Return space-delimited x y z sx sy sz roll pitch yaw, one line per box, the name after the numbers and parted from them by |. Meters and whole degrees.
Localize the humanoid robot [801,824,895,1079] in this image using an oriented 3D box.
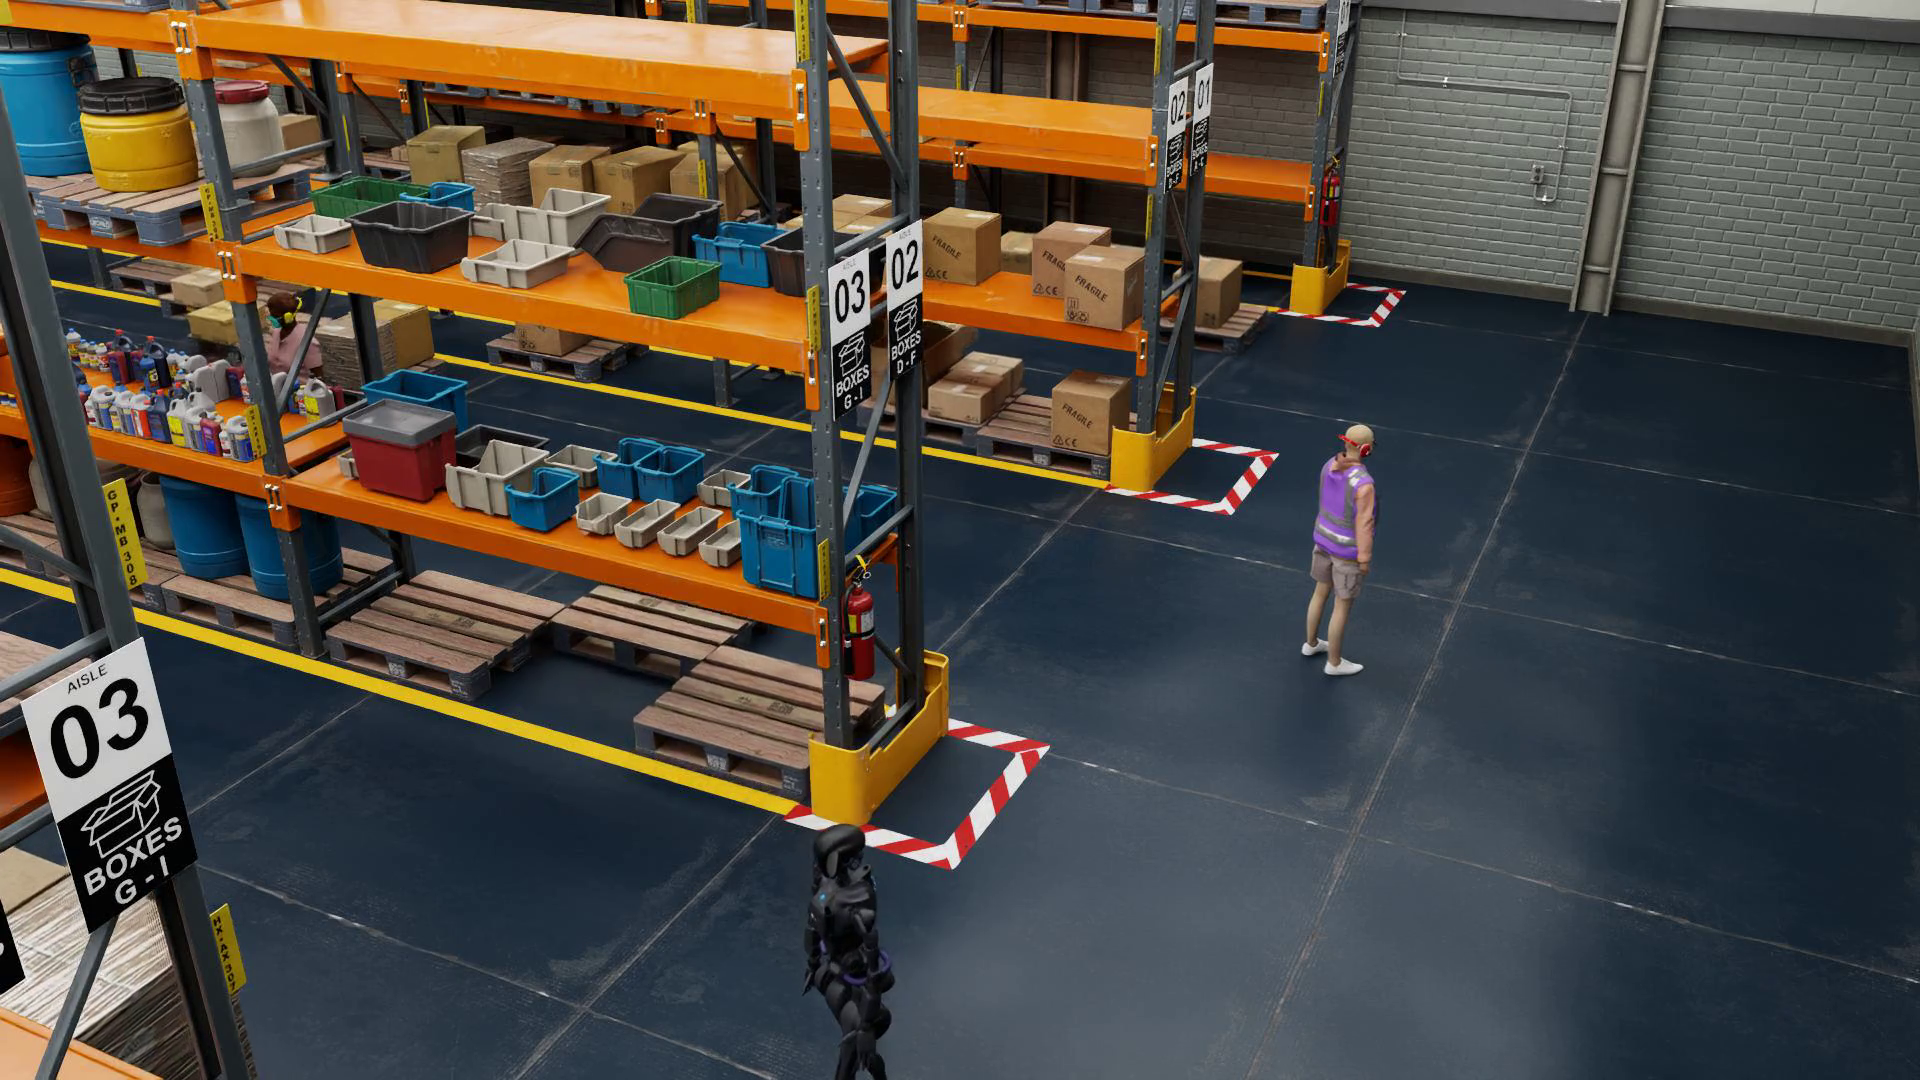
-0.518 1.880 6.932 0.717 1.630 0.589 -16 31 -30 | humanoid robot

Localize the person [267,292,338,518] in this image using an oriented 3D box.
-4.999 -1.022 12.649 0.526 1.799 0.335 15 30 28 | person

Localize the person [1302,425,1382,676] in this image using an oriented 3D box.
2.431 0.060 10.582 0.345 1.688 0.489 -11 28 -21 | person
